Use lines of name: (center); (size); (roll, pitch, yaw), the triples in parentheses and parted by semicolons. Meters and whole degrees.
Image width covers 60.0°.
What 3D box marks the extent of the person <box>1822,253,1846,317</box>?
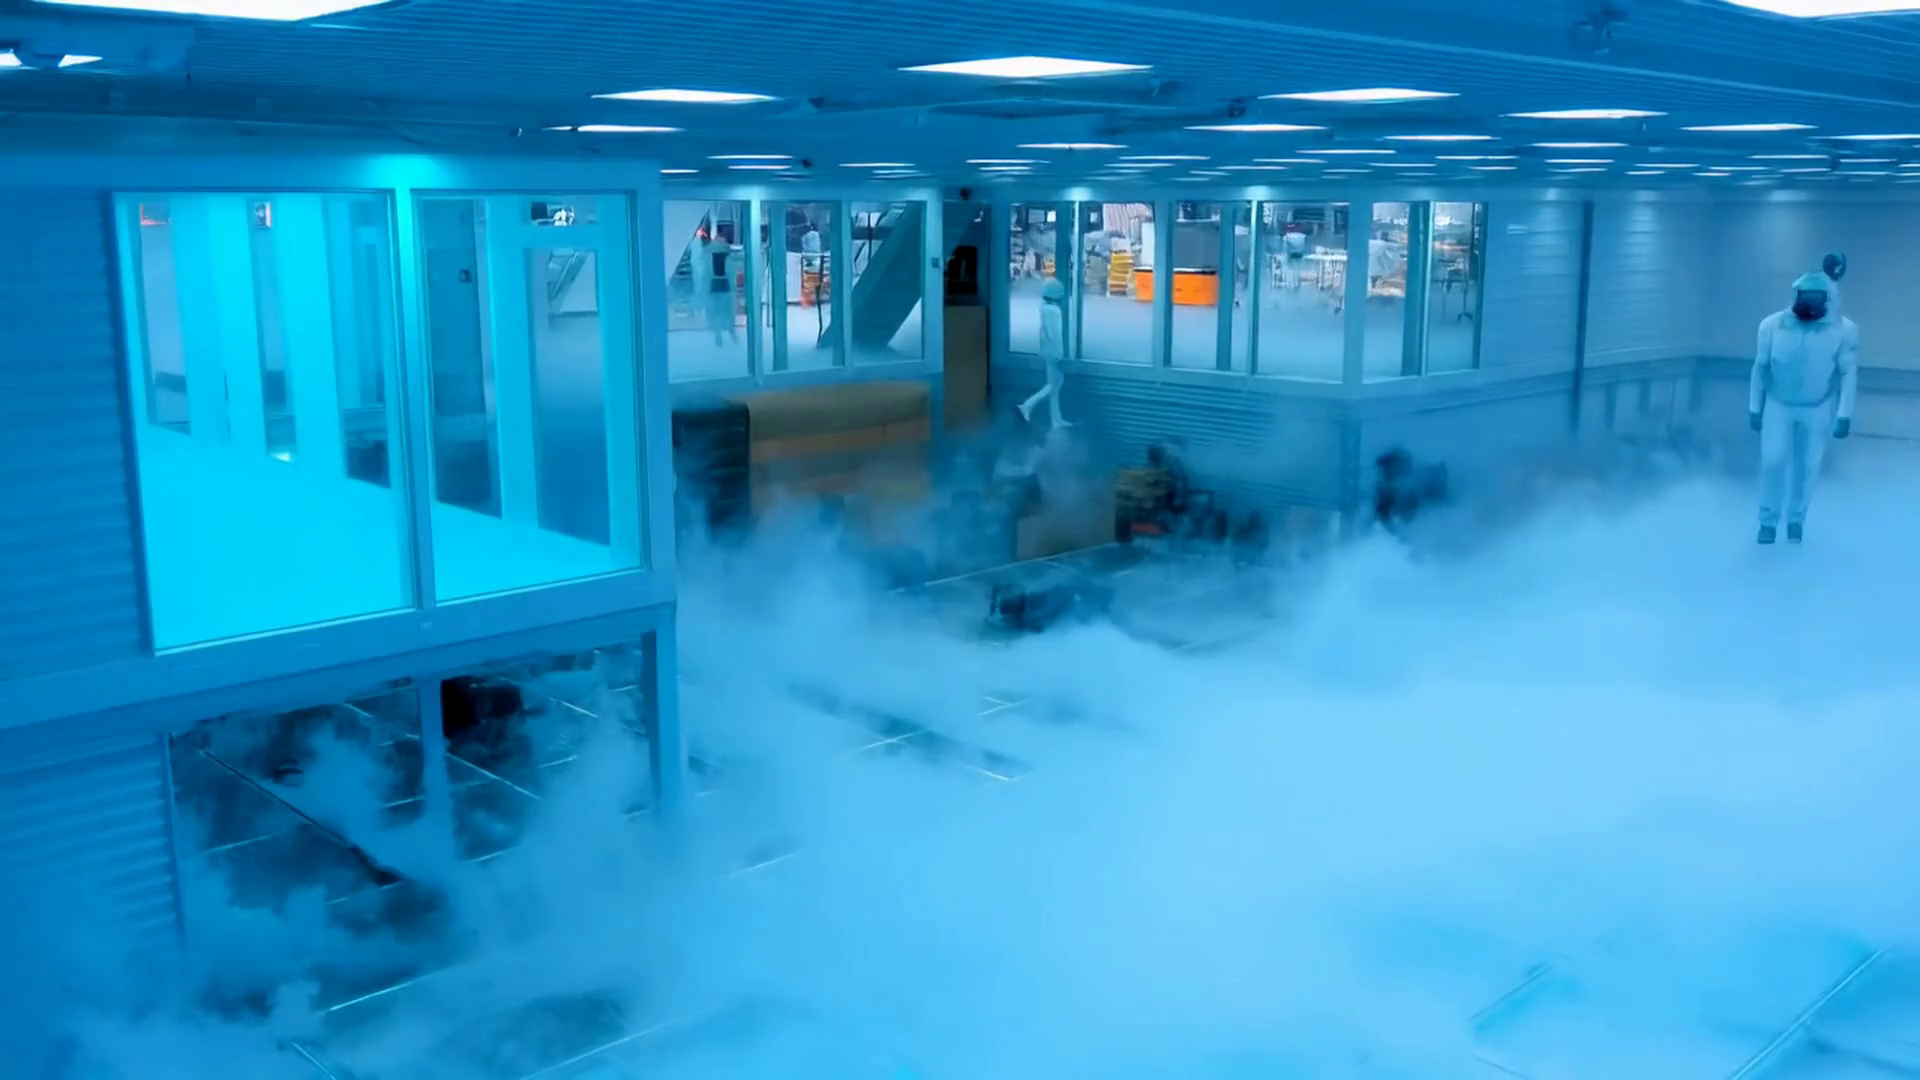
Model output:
person: (9.164, -2.102, 17.634); (0.431, 1.855, 0.501); (-1, 11, -4)

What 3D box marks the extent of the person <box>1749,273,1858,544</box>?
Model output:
person: (5.774, -0.881, 11.434); (0.665, 1.869, 0.916); (6, 13, 26)

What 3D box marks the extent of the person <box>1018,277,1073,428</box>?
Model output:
person: (0.913, -1.965, 17.544); (0.582, 1.613, 0.503); (-3, 12, -17)
